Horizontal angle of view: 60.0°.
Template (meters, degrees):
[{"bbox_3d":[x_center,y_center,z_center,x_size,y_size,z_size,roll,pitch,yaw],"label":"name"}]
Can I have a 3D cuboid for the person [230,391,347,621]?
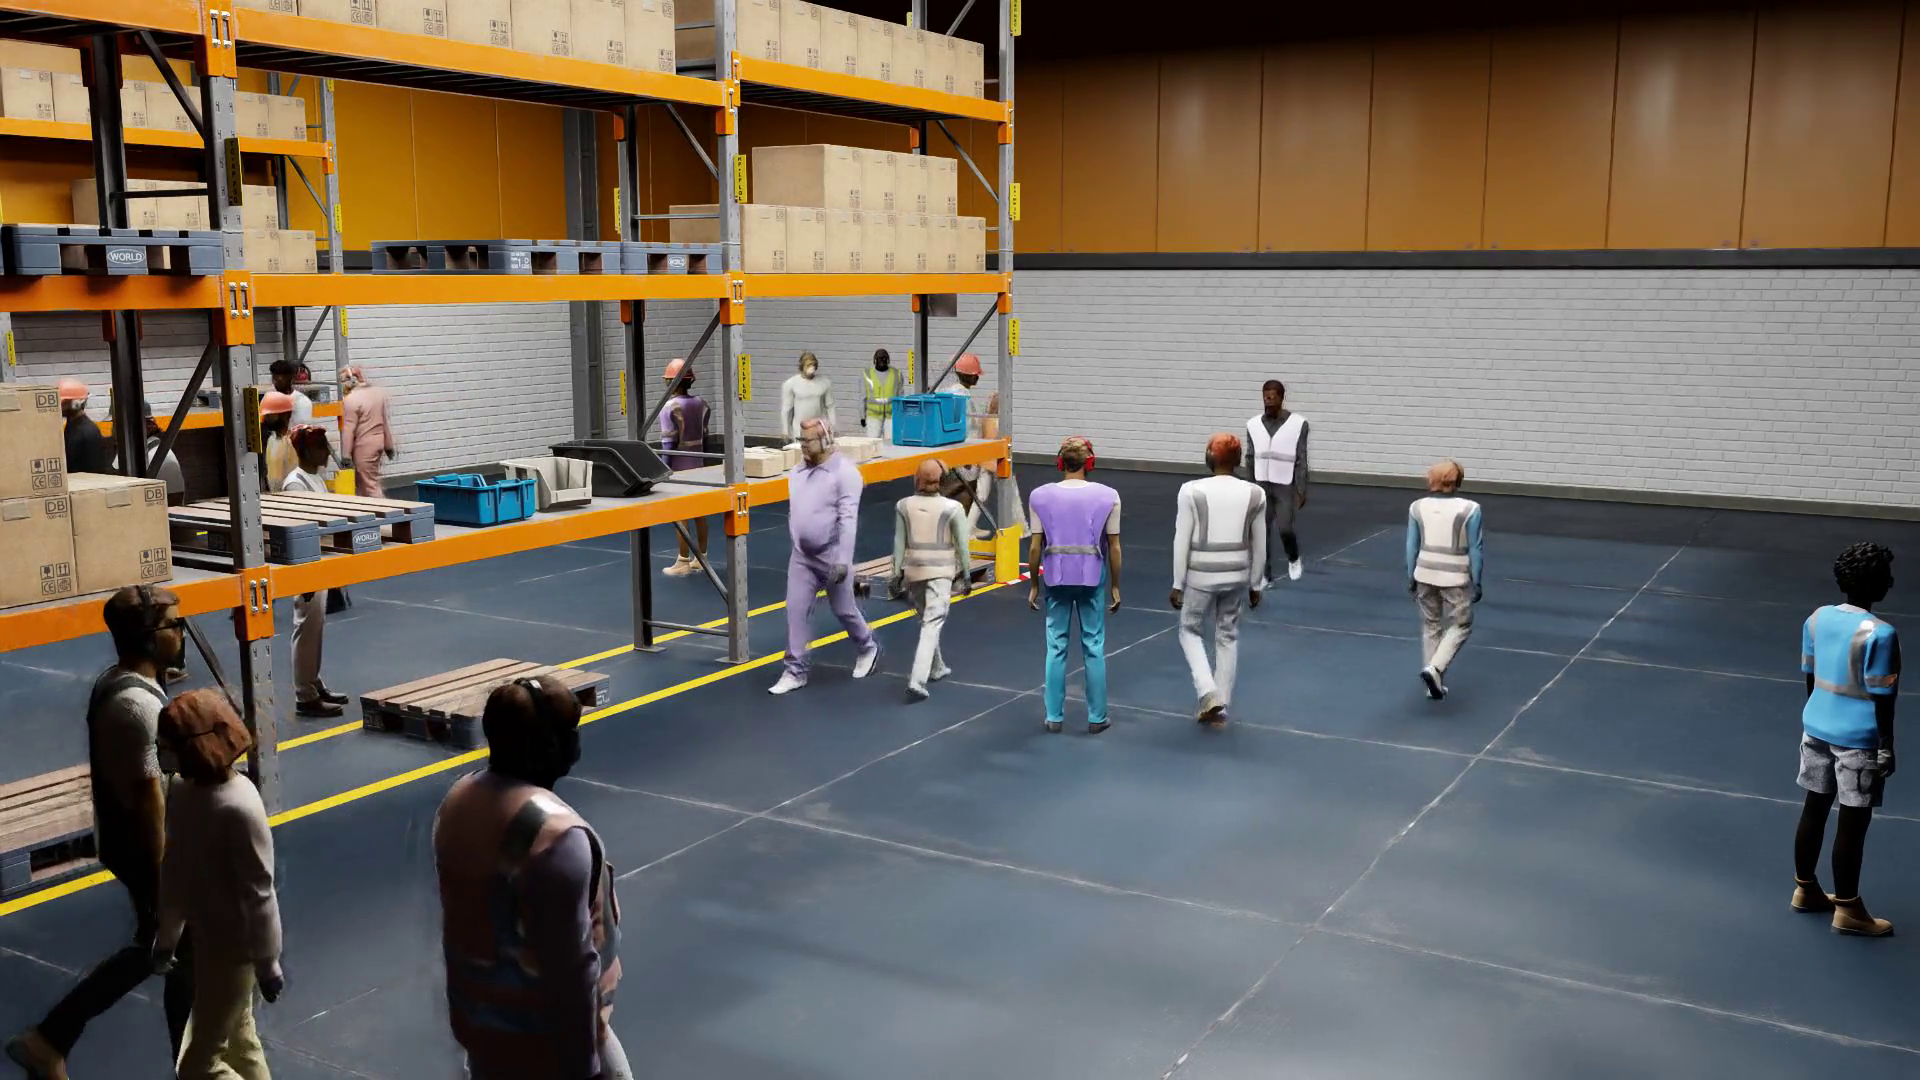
[{"bbox_3d":[-5.494,-0.271,13.599,0.562,1.884,0.990,7,11,36],"label":"person"}]

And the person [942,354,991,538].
[{"bbox_3d":[-0.016,-0.982,17.687,0.635,1.999,0.660,-1,9,-5],"label":"person"}]

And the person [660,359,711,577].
[{"bbox_3d":[-2.605,-0.672,15.601,0.378,2.045,0.605,6,11,33],"label":"person"}]

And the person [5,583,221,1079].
[{"bbox_3d":[-2.778,1.051,5.543,0.690,1.827,0.516,-6,11,-34],"label":"person"}]

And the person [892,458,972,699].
[{"bbox_3d":[-0.204,0.245,11.268,0.536,1.597,0.860,4,10,23],"label":"person"}]

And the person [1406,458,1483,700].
[{"bbox_3d":[3.162,0.278,10.959,0.536,1.622,0.481,8,12,41],"label":"person"}]

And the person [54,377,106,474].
[{"bbox_3d":[-7.250,-0.344,13.712,0.617,1.992,0.393,8,12,42],"label":"person"}]

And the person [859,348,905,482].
[{"bbox_3d":[-1.059,-1.708,22.759,0.641,1.831,0.463,-2,9,-9],"label":"person"}]

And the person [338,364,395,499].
[{"bbox_3d":[-6.578,-0.984,18.129,0.855,1.858,0.719,2,9,9],"label":"person"}]

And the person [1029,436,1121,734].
[{"bbox_3d":[0.705,0.287,10.248,0.568,1.840,0.374,1,9,6],"label":"person"}]

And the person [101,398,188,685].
[{"bbox_3d":[-5.663,-0.007,11.464,0.687,2.000,0.535,8,12,41],"label":"person"}]

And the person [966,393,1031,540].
[{"bbox_3d":[0.390,-0.762,17.592,0.906,1.584,0.525,-8,12,-40],"label":"person"}]

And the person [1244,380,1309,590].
[{"bbox_3d":[2.858,-0.499,14.982,0.610,1.899,0.552,6,11,33],"label":"person"}]

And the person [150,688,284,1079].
[{"bbox_3d":[-2.236,1.238,5.001,0.378,1.621,0.509,-8,12,-41],"label":"person"}]

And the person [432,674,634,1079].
[{"bbox_3d":[-1.056,1.243,4.310,0.521,1.829,0.652,-9,13,-44],"label":"person"}]

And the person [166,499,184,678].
[{"bbox_3d":[-5.669,0.188,11.638,0.496,1.586,0.835,-3,10,-21],"label":"person"}]

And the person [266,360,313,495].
[{"bbox_3d":[-7.047,-0.908,17.397,0.639,1.928,0.825,5,10,29],"label":"person"}]

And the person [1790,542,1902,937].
[{"bbox_3d":[3.847,0.848,7.197,0.319,1.697,0.532,-1,9,-9],"label":"person"}]

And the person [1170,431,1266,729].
[{"bbox_3d":[1.597,0.254,10.354,0.617,1.871,0.408,-2,9,-9],"label":"person"}]

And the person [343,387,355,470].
[{"bbox_3d":[-6.772,-0.964,18.734,0.277,1.628,0.500,-4,10,-26],"label":"person"}]

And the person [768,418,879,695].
[{"bbox_3d":[-0.922,0.087,11.421,0.642,1.871,0.911,6,11,32],"label":"person"}]

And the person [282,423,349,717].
[{"bbox_3d":[-4.179,0.189,10.732,0.346,1.882,0.578,-2,9,-10],"label":"person"}]

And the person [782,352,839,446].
[{"bbox_3d":[-1.778,-1.298,19.977,0.652,1.884,1.007,-5,10,-28],"label":"person"}]
